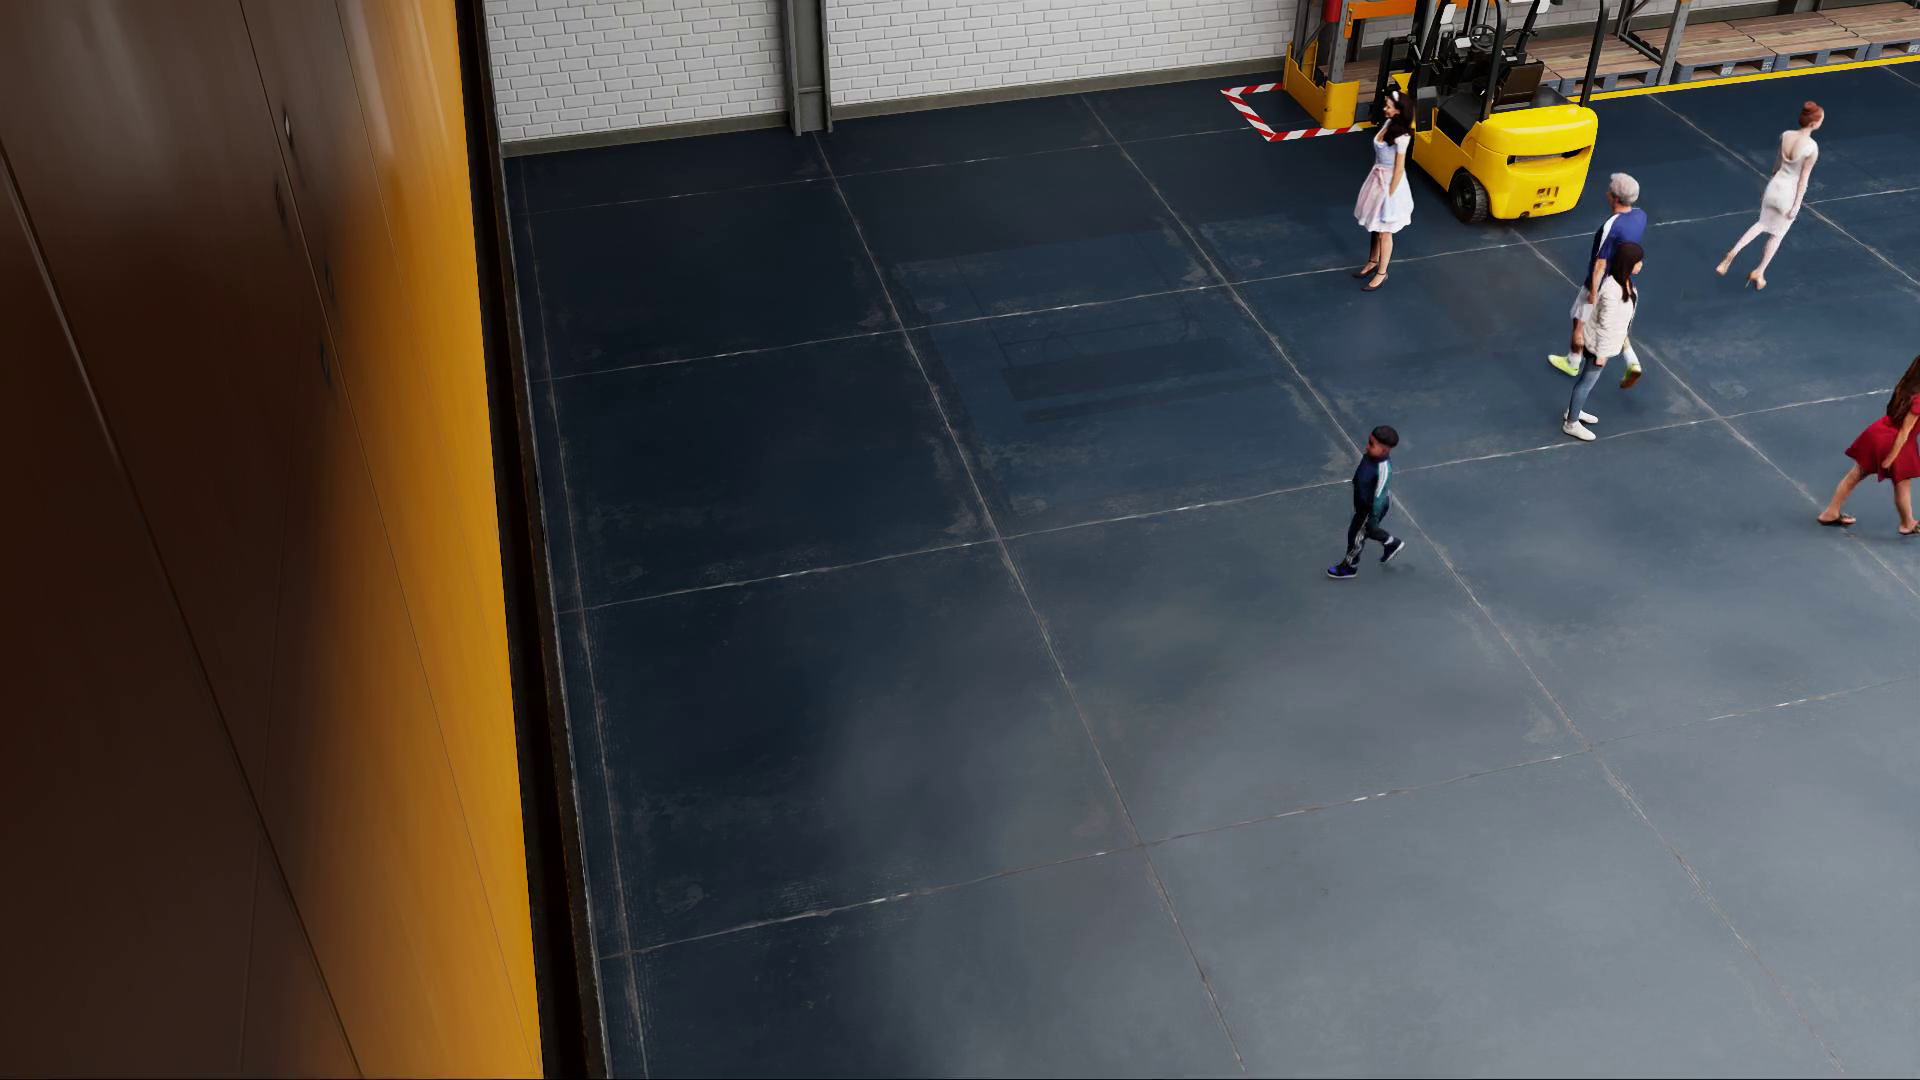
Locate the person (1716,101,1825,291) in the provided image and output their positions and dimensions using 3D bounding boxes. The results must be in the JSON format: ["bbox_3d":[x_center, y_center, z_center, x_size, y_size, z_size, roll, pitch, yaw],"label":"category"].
[{"bbox_3d":[6.970,-2.914,14.294,0.835,1.778,0.625,-13,40,-16],"label":"person"}]

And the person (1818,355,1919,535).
[{"bbox_3d":[6.480,-0.688,11.716,1.051,1.517,0.762,3,39,4],"label":"person"}]

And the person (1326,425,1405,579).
[{"bbox_3d":[2.863,-0.209,11.422,0.796,1.134,0.576,-4,39,-5],"label":"person"}]

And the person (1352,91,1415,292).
[{"bbox_3d":[3.676,-3.012,14.387,0.752,1.815,0.729,-5,39,-6],"label":"person"}]

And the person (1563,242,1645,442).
[{"bbox_3d":[4.899,-1.543,12.690,0.742,1.636,0.710,14,41,17],"label":"person"}]

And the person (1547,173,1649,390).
[{"bbox_3d":[5.172,-1.985,13.112,1.079,1.802,0.956,-26,45,-29],"label":"person"}]
